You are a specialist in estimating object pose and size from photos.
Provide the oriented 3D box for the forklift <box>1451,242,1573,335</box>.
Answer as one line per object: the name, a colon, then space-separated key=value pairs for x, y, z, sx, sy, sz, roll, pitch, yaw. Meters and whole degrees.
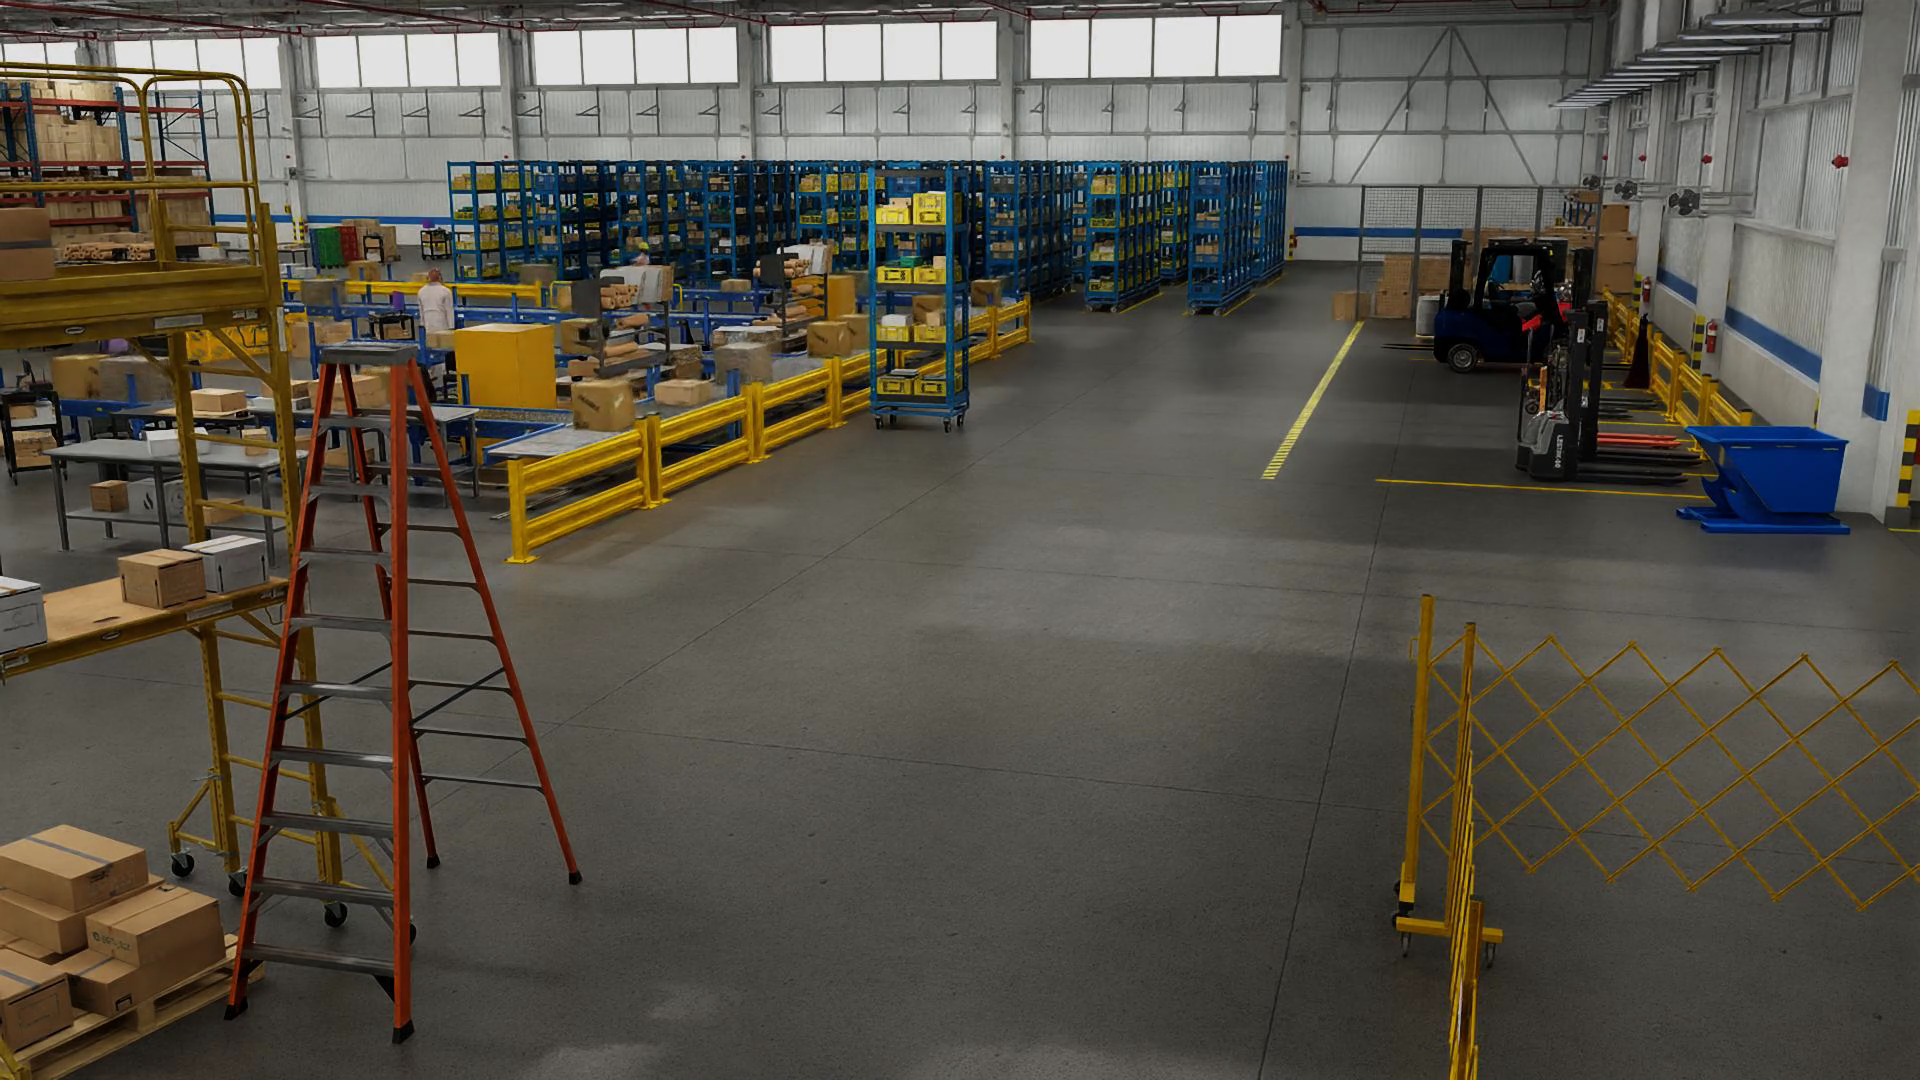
forklift: x=10.464 y=-4.597 z=31.405 sx=2.680 sy=1.987 sz=1.157 roll=4 pitch=14 yaw=16

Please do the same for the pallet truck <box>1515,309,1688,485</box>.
pallet truck: x=7.554 y=-1.677 z=19.446 sx=1.885 sy=1.965 sz=0.823 roll=3 pitch=13 yaw=14

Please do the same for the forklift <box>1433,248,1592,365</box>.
forklift: x=9.780 y=-4.111 z=29.280 sx=2.680 sy=1.987 sz=1.157 roll=3 pitch=13 yaw=14

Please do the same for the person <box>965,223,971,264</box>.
person: x=0.264 y=-9.304 z=52.398 sx=0.379 sy=1.994 sz=0.611 roll=6 pitch=14 yaw=24

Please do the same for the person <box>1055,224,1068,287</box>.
person: x=2.896 y=-8.225 z=48.086 sx=0.464 sy=1.835 sz=0.560 roll=6 pitch=14 yaw=23

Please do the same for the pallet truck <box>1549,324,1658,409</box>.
pallet truck: x=9.824 y=-2.669 z=25.407 sx=1.601 sy=1.201 sz=0.680 roll=4 pitch=14 yaw=16

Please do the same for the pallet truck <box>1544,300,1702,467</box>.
pallet truck: x=8.263 y=-1.952 z=20.631 sx=1.885 sy=1.965 sz=0.823 roll=5 pitch=14 yaw=20

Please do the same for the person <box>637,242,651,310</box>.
person: x=-7.569 y=-6.235 z=39.670 sx=0.620 sy=1.744 sz=0.532 roll=3 pitch=13 yaw=15

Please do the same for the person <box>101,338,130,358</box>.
person: x=-12.302 y=-2.793 z=24.164 sx=0.380 sy=2.041 sz=0.616 roll=2 pitch=13 yaw=8

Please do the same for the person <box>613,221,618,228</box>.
person: x=-11.362 y=-10.021 z=55.873 sx=0.627 sy=1.819 sz=0.426 roll=0 pitch=13 yaw=-1

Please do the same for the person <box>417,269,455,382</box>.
person: x=-8.810 y=-3.626 z=28.101 sx=0.644 sy=1.899 sz=0.396 roll=4 pitch=14 yaw=16

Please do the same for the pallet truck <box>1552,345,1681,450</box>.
pallet truck: x=8.641 y=-1.896 z=21.908 sx=1.630 sy=1.274 sz=0.653 roll=4 pitch=14 yaw=16

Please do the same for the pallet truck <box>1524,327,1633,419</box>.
pallet truck: x=9.065 y=-2.460 z=24.370 sx=1.522 sy=1.261 sz=0.704 roll=3 pitch=13 yaw=14
